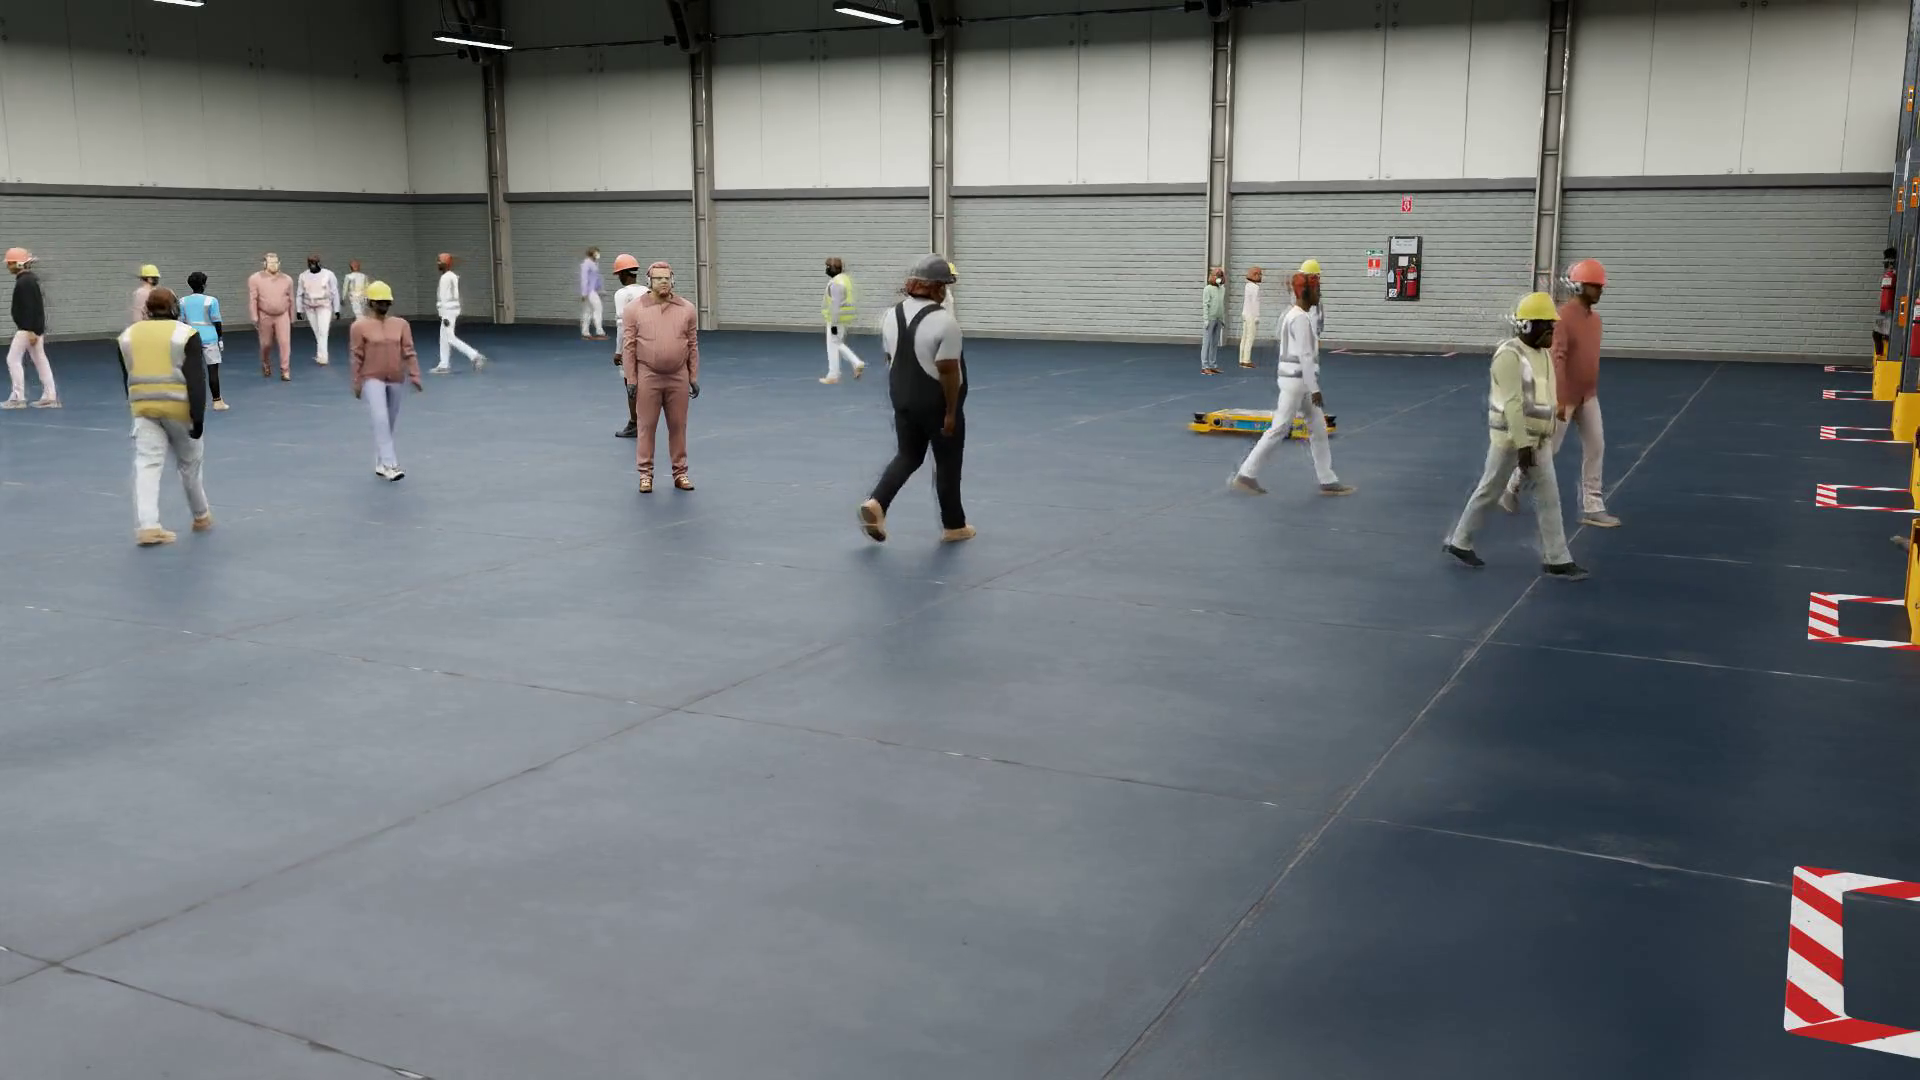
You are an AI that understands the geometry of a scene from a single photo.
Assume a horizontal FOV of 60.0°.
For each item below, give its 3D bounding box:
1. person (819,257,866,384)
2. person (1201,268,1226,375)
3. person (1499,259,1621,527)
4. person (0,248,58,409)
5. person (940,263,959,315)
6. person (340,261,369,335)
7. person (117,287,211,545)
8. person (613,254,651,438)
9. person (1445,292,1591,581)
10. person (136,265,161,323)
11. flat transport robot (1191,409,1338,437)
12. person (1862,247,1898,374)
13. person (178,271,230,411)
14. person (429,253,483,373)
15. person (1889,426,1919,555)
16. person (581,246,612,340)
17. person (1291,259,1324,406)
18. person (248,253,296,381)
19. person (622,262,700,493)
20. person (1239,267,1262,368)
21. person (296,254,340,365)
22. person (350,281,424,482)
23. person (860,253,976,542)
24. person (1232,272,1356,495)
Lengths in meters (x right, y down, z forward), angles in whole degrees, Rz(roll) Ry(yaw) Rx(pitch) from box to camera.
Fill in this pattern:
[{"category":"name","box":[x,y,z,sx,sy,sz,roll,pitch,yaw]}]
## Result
[{"category":"person","box":[-1.717,-3.138,23.827,0.568,1.827,0.647,2,11,9]},{"category":"person","box":[3.915,-3.365,25.595,0.499,1.632,0.285,-10,14,-44]},{"category":"person","box":[4.481,-1.098,12.356,0.622,1.963,0.921,-7,12,-32]},{"category":"person","box":[-11.559,-2.584,20.396,0.788,1.968,0.661,-4,11,-21]},{"category":"person","box":[-0.191,-2.914,22.811,0.455,1.752,0.524,0,10,2]},{"category":"person","box":[-12.335,-4.865,33.876,0.849,1.597,0.533,7,12,32]},{"category":"person","box":[-5.587,-0.877,11.704,0.631,1.776,0.989,0,10,-3]},{"category":"person","box":[-3.476,-2.046,17.595,0.366,1.930,0.542,5,12,25]},{"category":"person","box":[3.503,-0.654,10.420,0.582,1.790,0.949,-8,13,-38]},{"category":"person","box":[-11.073,-2.924,22.961,0.903,1.721,0.527,1,10,5]},{"category":"flat transport robot","box":[3.269,-1.264,17.855,1.431,0.197,0.652,6,12,28]},{"category":"person","box":[13.957,-3.448,25.172,0.657,1.947,0.634,8,13,36]},{"category":"person","box":[-9.183,-2.400,20.164,0.532,1.695,0.319,0,10,2]},{"category":"person","box":[-7.814,-3.488,25.658,0.790,1.861,0.583,-1,10,-3]},{"category":"person","box":[6.544,-0.742,10.845,0.991,1.787,0.526,-1,10,-5]},{"category":"person","box":[-7.383,-5.014,33.836,0.816,1.906,0.644,0,10,2]},{"category":"person","box":[4.310,-2.557,20.643,0.404,1.829,0.600,-2,11,-9]},{"category":"person","box":[-10.128,-3.291,24.514,0.646,1.882,0.768,-6,12,-28]},{"category":"person","box":[-2.476,-1.351,13.855,0.642,1.913,0.408,-4,11,-23]},{"category":"person","box":[4.717,-3.603,26.923,0.299,1.626,0.498,-1,10,-7]},{"category":"person","box":[-10.569,-3.754,27.241,0.660,1.803,0.900,1,10,4]},{"category":"person","box":[-4.950,-1.368,14.430,0.536,1.724,0.871,-9,14,-42]},{"category":"person","box":[-0.261,-0.972,11.432,0.683,2.000,0.832,9,14,40]},{"category":"person","box":[2.733,-1.266,13.619,0.988,1.840,0.579,3,11,14]}]
